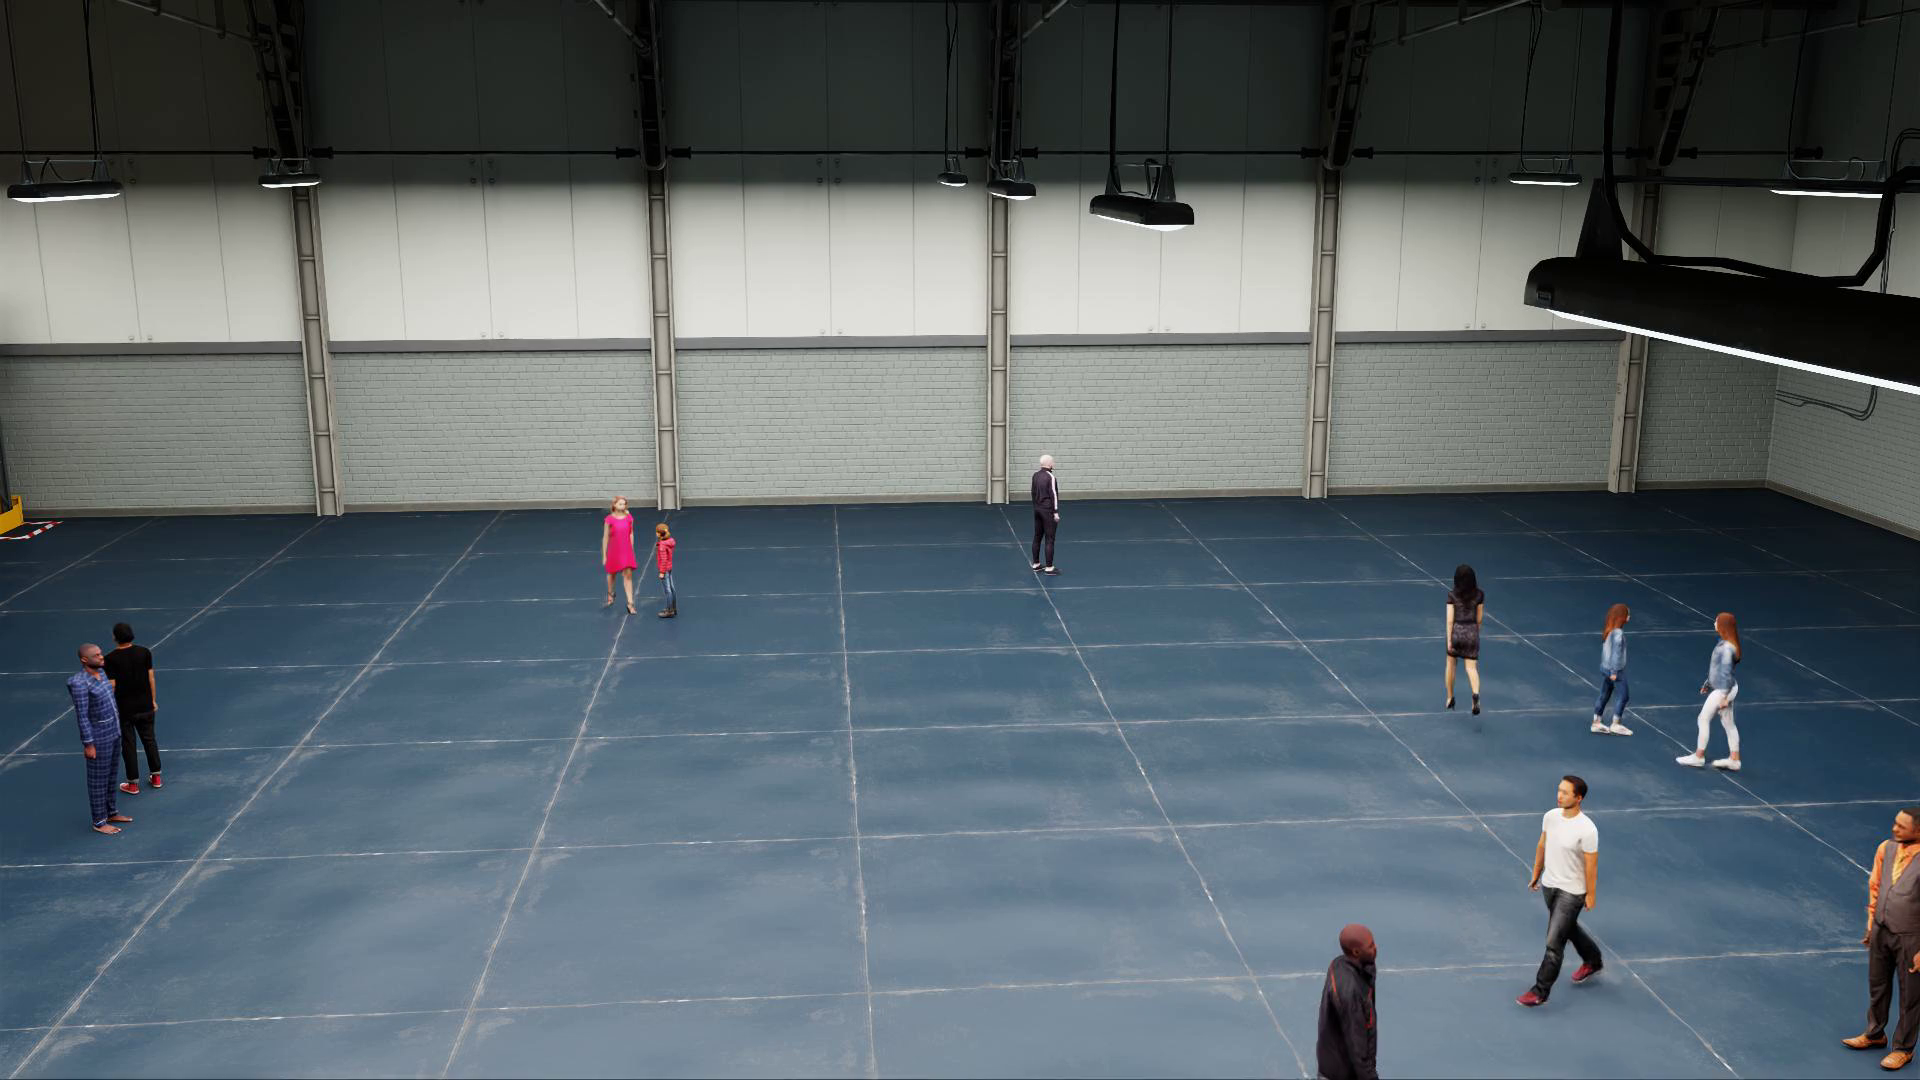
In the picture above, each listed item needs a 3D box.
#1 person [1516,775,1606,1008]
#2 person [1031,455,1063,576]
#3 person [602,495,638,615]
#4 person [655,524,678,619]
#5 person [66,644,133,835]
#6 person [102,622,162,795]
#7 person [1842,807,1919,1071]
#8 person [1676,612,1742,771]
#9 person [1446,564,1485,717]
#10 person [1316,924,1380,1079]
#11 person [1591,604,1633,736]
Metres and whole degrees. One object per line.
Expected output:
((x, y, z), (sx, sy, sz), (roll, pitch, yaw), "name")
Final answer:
((4.641, 2.617, 12.538), (1.247, 1.766, 0.921), (-5, 14, -22), "person")
((1.295, -0.399, 25.403), (0.775, 1.837, 0.759), (-10, 17, -38), "person")
((-4.797, 0.192, 23.236), (1.111, 1.663, 0.940), (-6, 14, -23), "person")
((-4.065, 0.414, 23.053), (0.536, 1.314, 0.551), (2, 13, 7), "person")
((-8.136, 1.847, 15.732), (0.609, 1.824, 0.680), (0, 13, -2), "person")
((-8.294, 1.664, 16.673), (0.786, 1.758, 0.715), (12, 18, 42), "person")
((6.593, 2.754, 11.636), (0.698, 1.906, 0.748), (-5, 14, -19), "person")
((7.979, 1.592, 17.166), (0.969, 1.675, 0.878), (8, 15, 32), "person")
((5.711, 1.176, 18.762), (1.021, 1.764, 0.743), (0, 13, 2), "person")
((2.229, 3.169, 10.087), (1.196, 1.796, 0.944), (3, 13, 12), "person")
((7.114, 1.426, 18.348), (0.692, 1.465, 0.641), (2, 13, 8), "person")
